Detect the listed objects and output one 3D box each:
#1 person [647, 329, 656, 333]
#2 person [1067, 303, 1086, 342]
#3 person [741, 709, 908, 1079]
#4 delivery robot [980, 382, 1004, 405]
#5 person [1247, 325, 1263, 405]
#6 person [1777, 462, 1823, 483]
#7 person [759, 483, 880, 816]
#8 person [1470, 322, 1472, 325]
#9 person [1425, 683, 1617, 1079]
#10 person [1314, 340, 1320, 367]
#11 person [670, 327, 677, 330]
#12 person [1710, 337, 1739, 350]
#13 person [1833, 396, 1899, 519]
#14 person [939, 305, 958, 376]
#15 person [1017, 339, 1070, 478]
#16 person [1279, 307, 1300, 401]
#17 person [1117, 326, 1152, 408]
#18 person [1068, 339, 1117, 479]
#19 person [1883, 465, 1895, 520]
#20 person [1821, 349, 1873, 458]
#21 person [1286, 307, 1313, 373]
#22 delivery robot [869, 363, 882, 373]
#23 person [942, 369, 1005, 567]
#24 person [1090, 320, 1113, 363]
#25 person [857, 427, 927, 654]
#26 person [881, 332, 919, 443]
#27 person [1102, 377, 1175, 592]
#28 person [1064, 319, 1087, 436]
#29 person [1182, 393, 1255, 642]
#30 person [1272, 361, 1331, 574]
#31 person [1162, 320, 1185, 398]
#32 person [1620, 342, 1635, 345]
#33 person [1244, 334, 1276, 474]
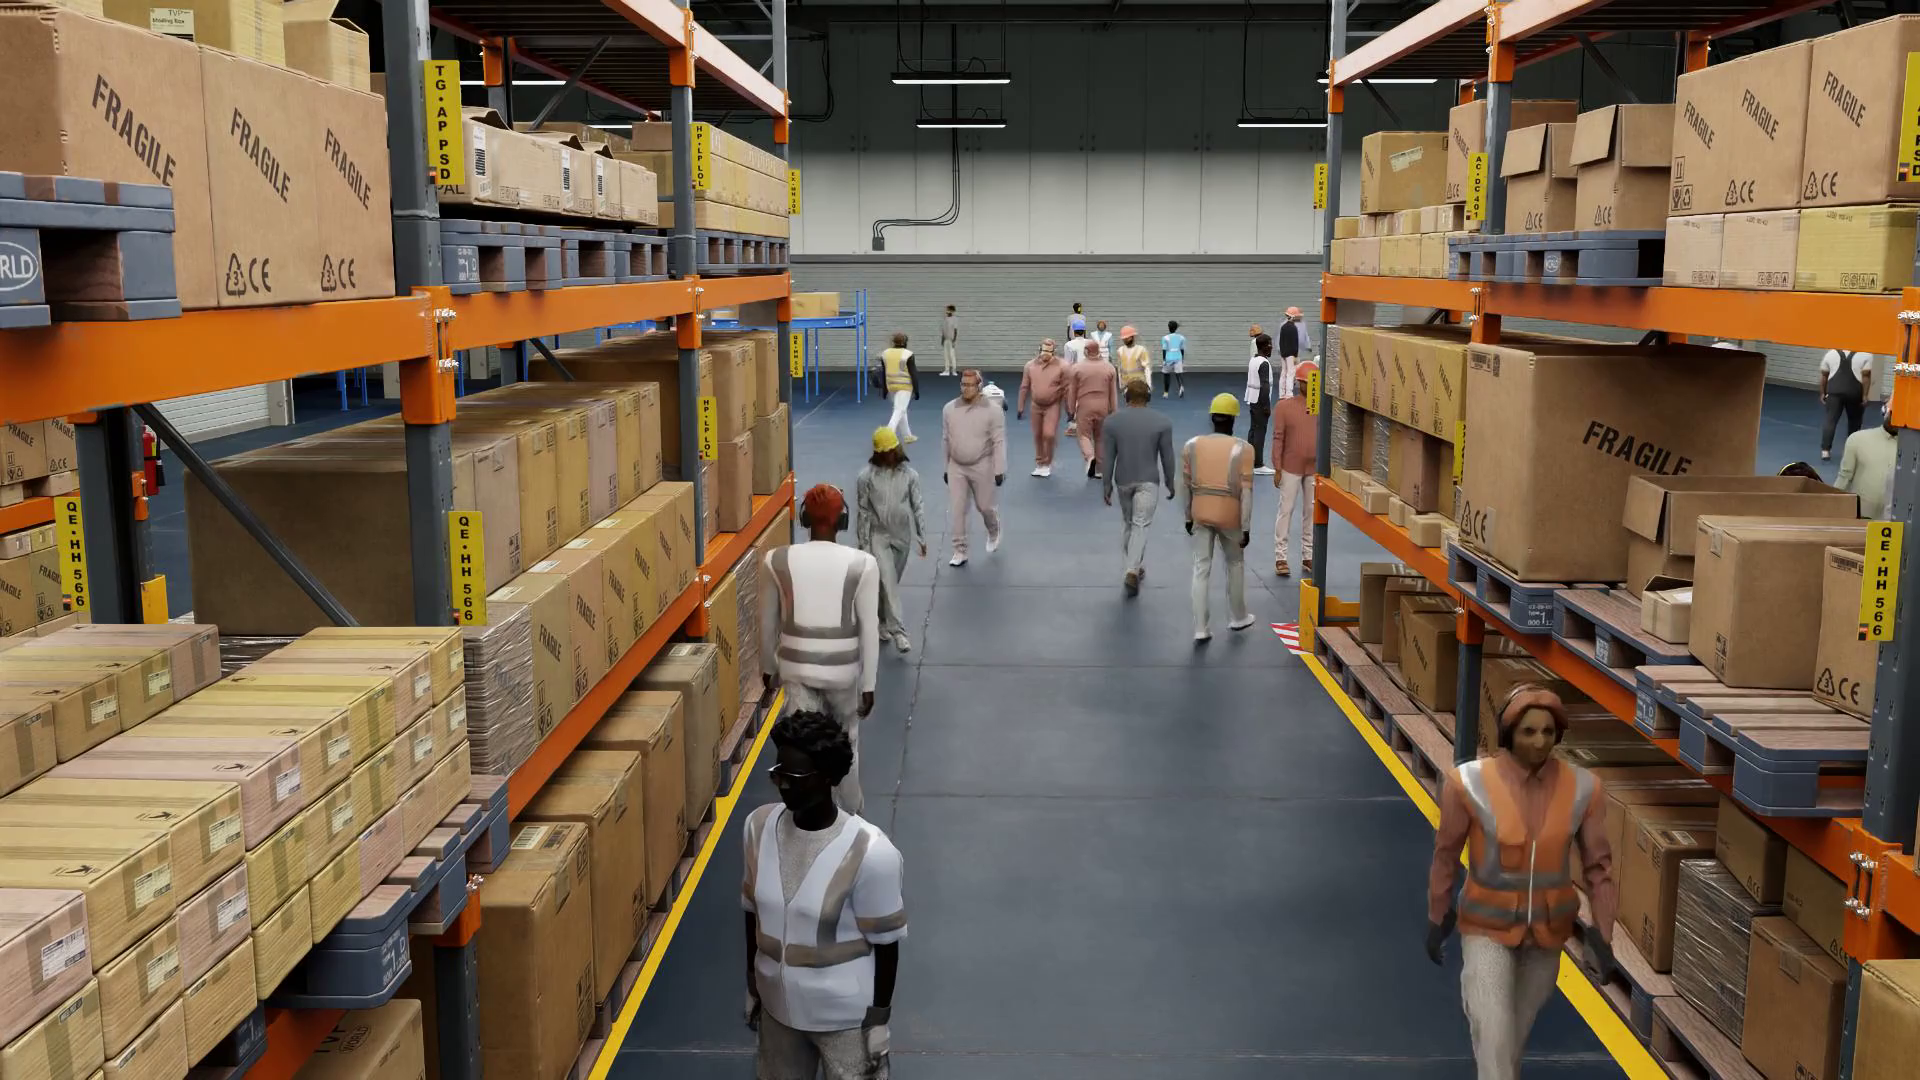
[{"bbox_3d":[-4.657,-2.304,25.613,1.004,1.877,0.560,9,13,43],"label":"person"},{"bbox_3d":[3.008,-5.172,42.862,0.520,1.864,0.333,4,10,22],"label":"person"},{"bbox_3d":[-0.392,1.293,4.627,0.536,1.696,0.322,6,11,31],"label":"person"},{"bbox_3d":[0.622,-2.890,32.943,0.477,0.478,0.707,-2,10,-14],"label":"delivery robot"},{"bbox_3d":[6.073,-3.598,34.115,0.281,1.633,0.498,5,11,27],"label":"person"},{"bbox_3d":[4.378,0.507,8.819,0.514,1.871,0.327,1,10,6],"label":"person"},{"bbox_3d":[-0.681,0.633,8.135,0.602,1.833,0.953,0,9,1],"label":"person"},{"bbox_3d":[10.211,-3.492,33.089,0.312,1.768,0.522,-9,13,-42],"label":"person"},{"bbox_3d":[1.757,1.251,5.140,0.545,1.595,0.824,0,9,0],"label":"person"},{"bbox_3d":[6.059,-2.512,27.661,0.521,1.655,0.348,-6,11,-33],"label":"person"},{"bbox_3d":[-4.989,-2.845,28.736,0.575,1.920,0.451,-1,10,-4],"label":"person"},{"bbox_3d":[13.014,-2.747,28.539,0.615,1.798,0.831,1,10,6],"label":"person"},{"bbox_3d":[6.931,-0.157,12.576,0.683,1.940,0.786,4,10,24],"label":"person"},{"bbox_3d":[-0.340,-5.125,42.721,0.336,1.835,0.689,-9,13,-43],"label":"person"},{"bbox_3d":[1.139,-1.777,22.485,0.749,1.868,0.583,4,10,21],"label":"person"},{"bbox_3d":[6.809,-3.805,34.272,0.394,1.992,0.622,-3,10,-17],"label":"person"},{"bbox_3d":[2.875,-2.570,27.268,0.659,1.873,1.017,5,11,29],"label":"person"},{"bbox_3d":[1.784,-1.740,22.249,0.672,1.884,0.673,-2,10,-11],"label":"person"},{"bbox_3d":[6.771,0.084,11.530,0.666,1.807,0.853,2,10,12],"label":"person"},{"bbox_3d":[13.199,-2.219,24.765,0.700,2.000,1.099,9,13,42],"label":"person"},{"bbox_3d":[7.848,-4.468,38.671,0.652,1.853,0.977,-9,13,-44],"label":"person"},{"bbox_3d":[-1.900,-4.064,39.197,0.335,0.223,0.698,-6,11,-32],"label":"delivery robot"},{"bbox_3d":[0.140,-0.728,16.196,0.650,1.883,0.822,3,10,19],"label":"person"},{"bbox_3d":[3.136,-4.077,36.971,0.536,1.626,0.371,2,10,11],"label":"person"},{"bbox_3d":[-0.505,-0.015,12.502,0.521,1.674,0.959,-3,10,-20],"label":"person"},{"bbox_3d":[-0.969,-2.415,26.544,0.639,1.801,0.948,7,12,36],"label":"person"},{"bbox_3d":[1.570,-0.506,14.847,0.636,1.899,1.005,3,10,20],"label":"person"},{"bbox_3d":[2.001,-2.722,27.925,0.605,1.949,0.384,-5,11,-27],"label":"person"},{"bbox_3d":[2.027,-0.190,12.909,0.611,1.888,0.889,5,11,27],"label":"person"},{"bbox_3d":[3.210,-0.676,15.530,0.613,1.995,0.391,-2,10,-10],"label":"person"},{"bbox_3d":[4.573,-3.854,35.527,0.535,1.675,0.764,-2,10,-12],"label":"person"},{"bbox_3d":[7.374,-1.179,18.455,0.453,2.031,0.627,-2,10,-10],"label":"person"},{"bbox_3d":[4.144,-1.883,22.989,0.392,1.919,0.592,-1,10,-8],"label":"person"}]
